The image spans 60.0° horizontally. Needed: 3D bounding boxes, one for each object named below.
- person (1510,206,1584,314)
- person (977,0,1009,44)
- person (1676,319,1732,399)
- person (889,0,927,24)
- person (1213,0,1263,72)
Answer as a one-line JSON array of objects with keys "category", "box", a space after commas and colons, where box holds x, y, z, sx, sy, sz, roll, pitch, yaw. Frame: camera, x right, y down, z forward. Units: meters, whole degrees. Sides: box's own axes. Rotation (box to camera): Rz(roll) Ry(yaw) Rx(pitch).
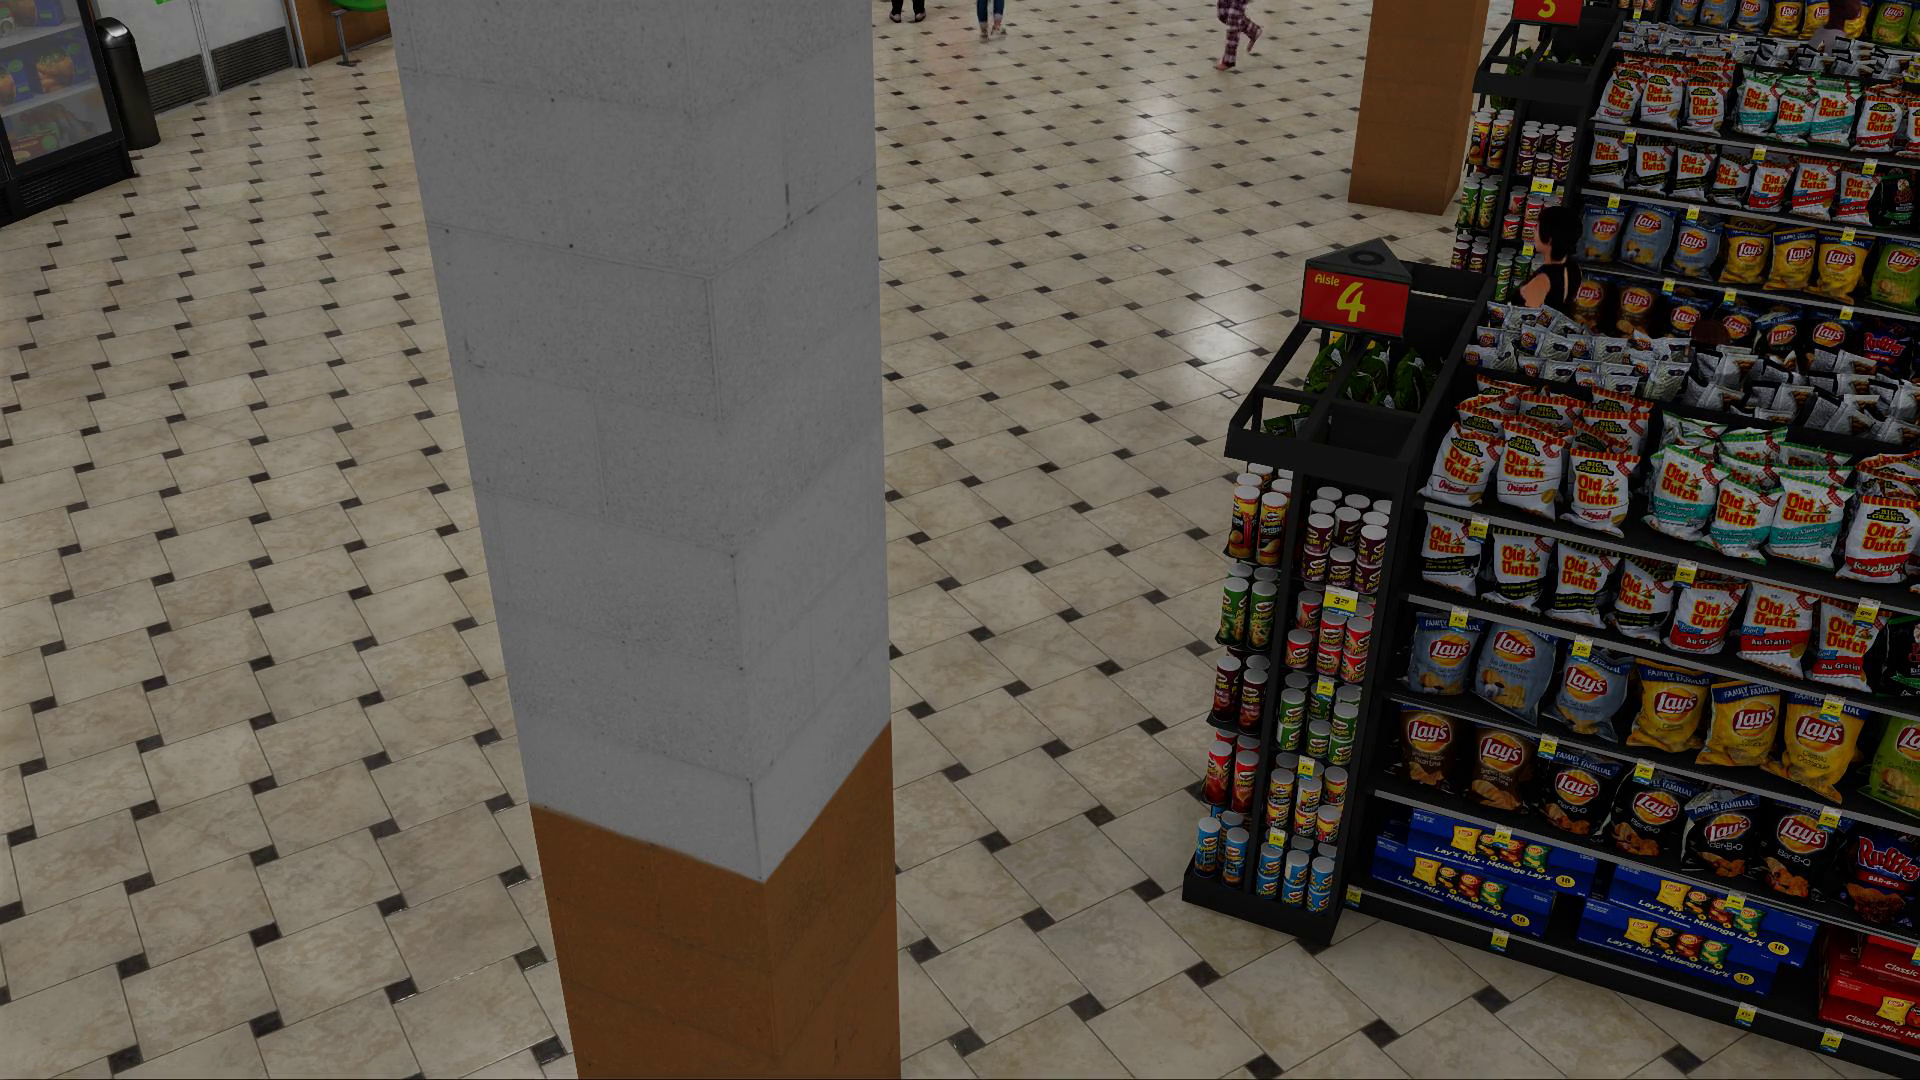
[{"category": "person", "box": [2.874, -0.823, 8.110, 0.670, 1.593, 0.667, -27, 41, -36]}, {"category": "person", "box": [0.262, -5.417, 15.608, 0.578, 1.471, 0.704, 2, 32, 3]}, {"category": "person", "box": [3.619, -0.551, 8.141, 0.481, 1.098, 0.488, 12, 34, 19]}, {"category": "person", "box": [-0.538, -5.906, 16.256, 0.732, 1.616, 0.823, -3, 32, -5]}, {"category": "person", "box": [2.552, -5.026, 14.876, 0.892, 1.581, 0.887, -23, 38, -32]}]
